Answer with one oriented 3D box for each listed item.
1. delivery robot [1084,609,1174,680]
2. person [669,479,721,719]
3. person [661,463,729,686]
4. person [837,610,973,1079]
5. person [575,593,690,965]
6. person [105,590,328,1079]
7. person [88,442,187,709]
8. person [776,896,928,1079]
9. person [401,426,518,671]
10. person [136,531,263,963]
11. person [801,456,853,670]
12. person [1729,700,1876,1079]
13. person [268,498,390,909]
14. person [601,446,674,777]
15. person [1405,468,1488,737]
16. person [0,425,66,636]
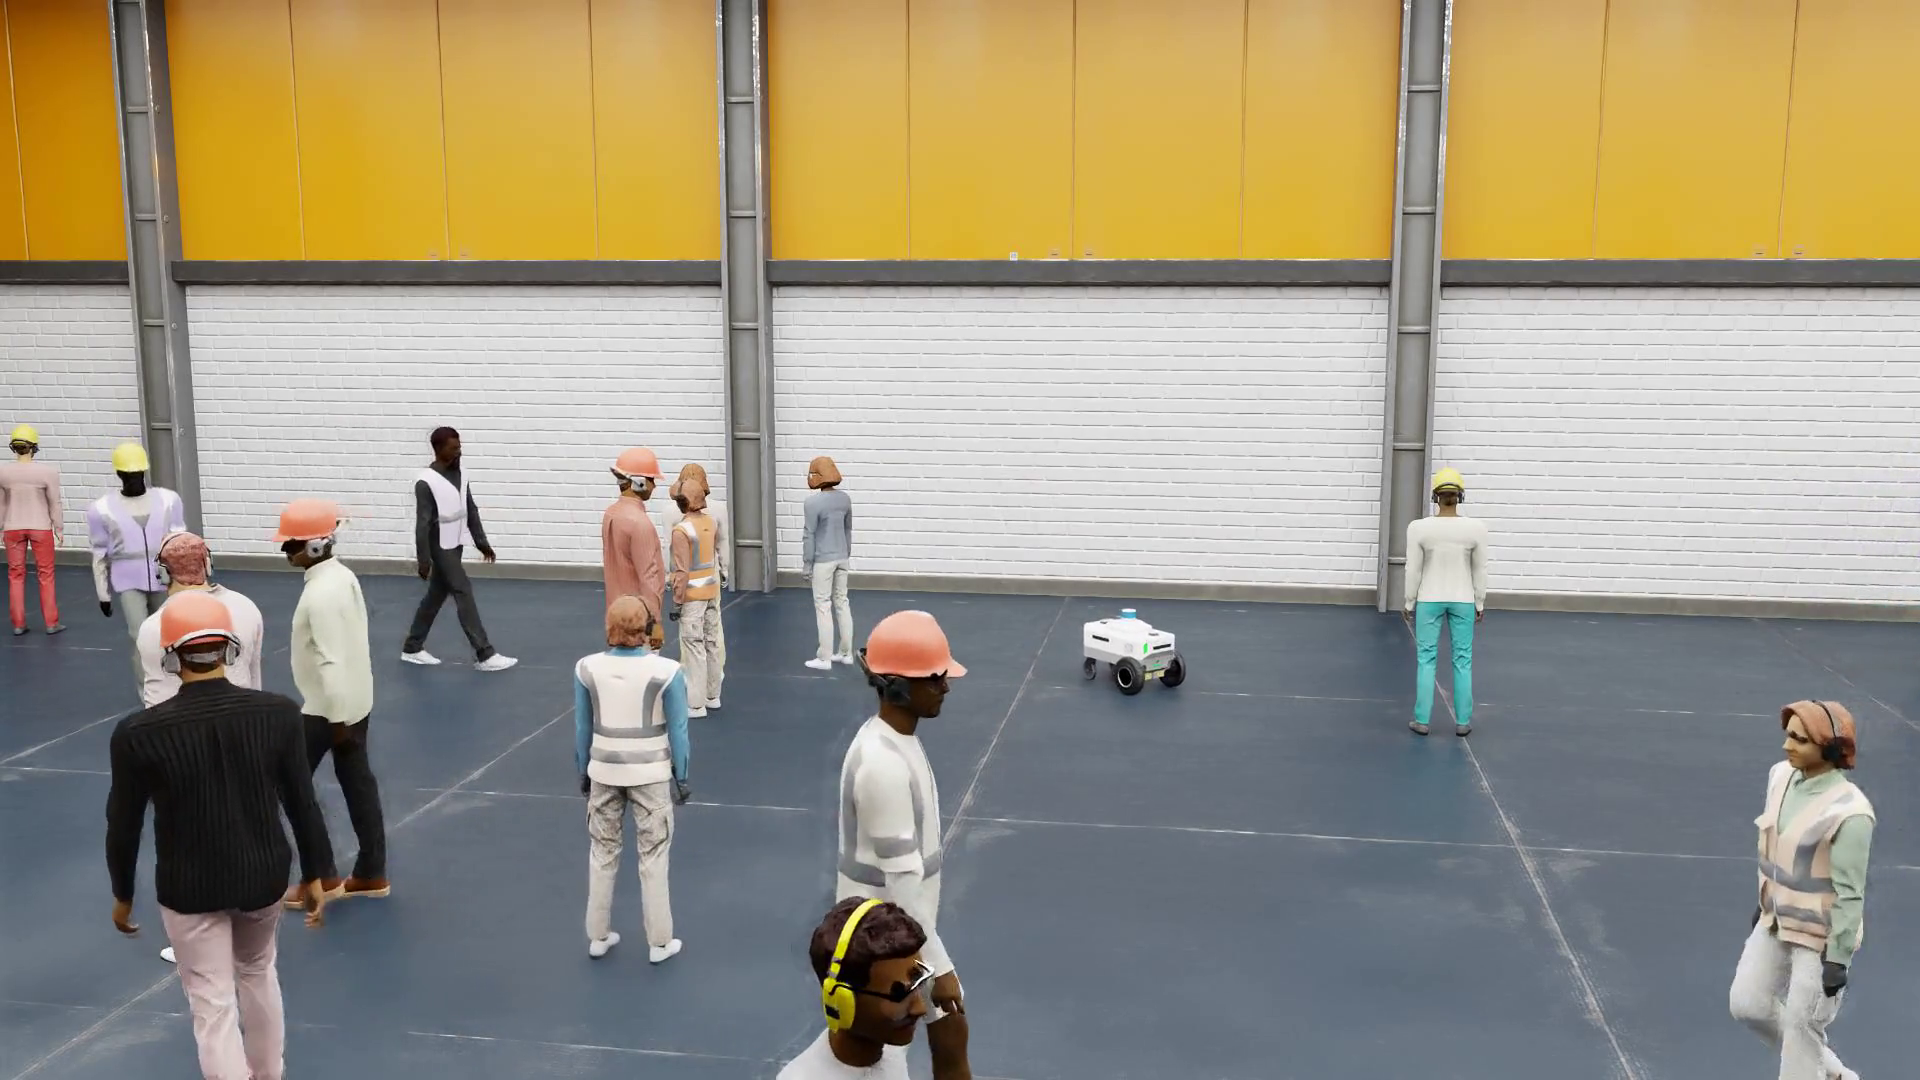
[{"bbox_3d":[1.231,0.748,12.164,0.477,0.478,0.707,-7,12,-37],"label":"delivery robot"},{"bbox_3d":[-1.800,0.397,11.284,0.310,1.639,0.514,3,10,19],"label":"person"},{"bbox_3d":[-1.938,0.251,12.202,0.507,1.632,0.268,-4,10,-23],"label":"person"},{"bbox_3d":[-0.253,1.205,5.248,1.062,2.001,0.629,1,9,7],"label":"person"},{"bbox_3d":[-1.437,1.047,7.302,0.515,1.629,0.320,2,9,10],"label":"person"},{"bbox_3d":[-2.545,1.145,5.663,0.636,1.961,0.762,-8,12,-40],"label":"person"},{"bbox_3d":[-5.550,0.270,11.268,0.590,1.904,0.832,-8,12,-41],"label":"person"},{"bbox_3d":[-0.119,1.600,3.286,0.894,1.822,0.573,5,10,26],"label":"person"},{"bbox_3d":[-3.874,0.064,12.646,0.996,1.870,0.611,1,9,9],"label":"person"},{"bbox_3d":[-3.355,0.906,7.330,0.401,1.904,0.651,3,10,18],"label":"person"},{"bbox_3d":[-1.008,0.172,12.719,0.291,1.623,0.495,7,12,37],"label":"person"},{"bbox_3d":[2.864,1.322,5.594,0.416,1.624,0.538,-1,9,-4],"label":"person"},{"bbox_3d":[-3.063,0.775,7.907,0.642,1.971,0.632,0,9,-2],"label":"person"},{"bbox_3d":[-1.930,0.433,9.976,0.383,1.992,0.609,-6,11,-33],"label":"person"},{"bbox_3d":[3.158,0.409,10.843,0.522,1.761,0.321,1,9,9],"label":"person"},{"bbox_3d":[-7.747,-0.081,13.871,0.518,1.756,0.350,-2,9,-13],"label":"person"}]
